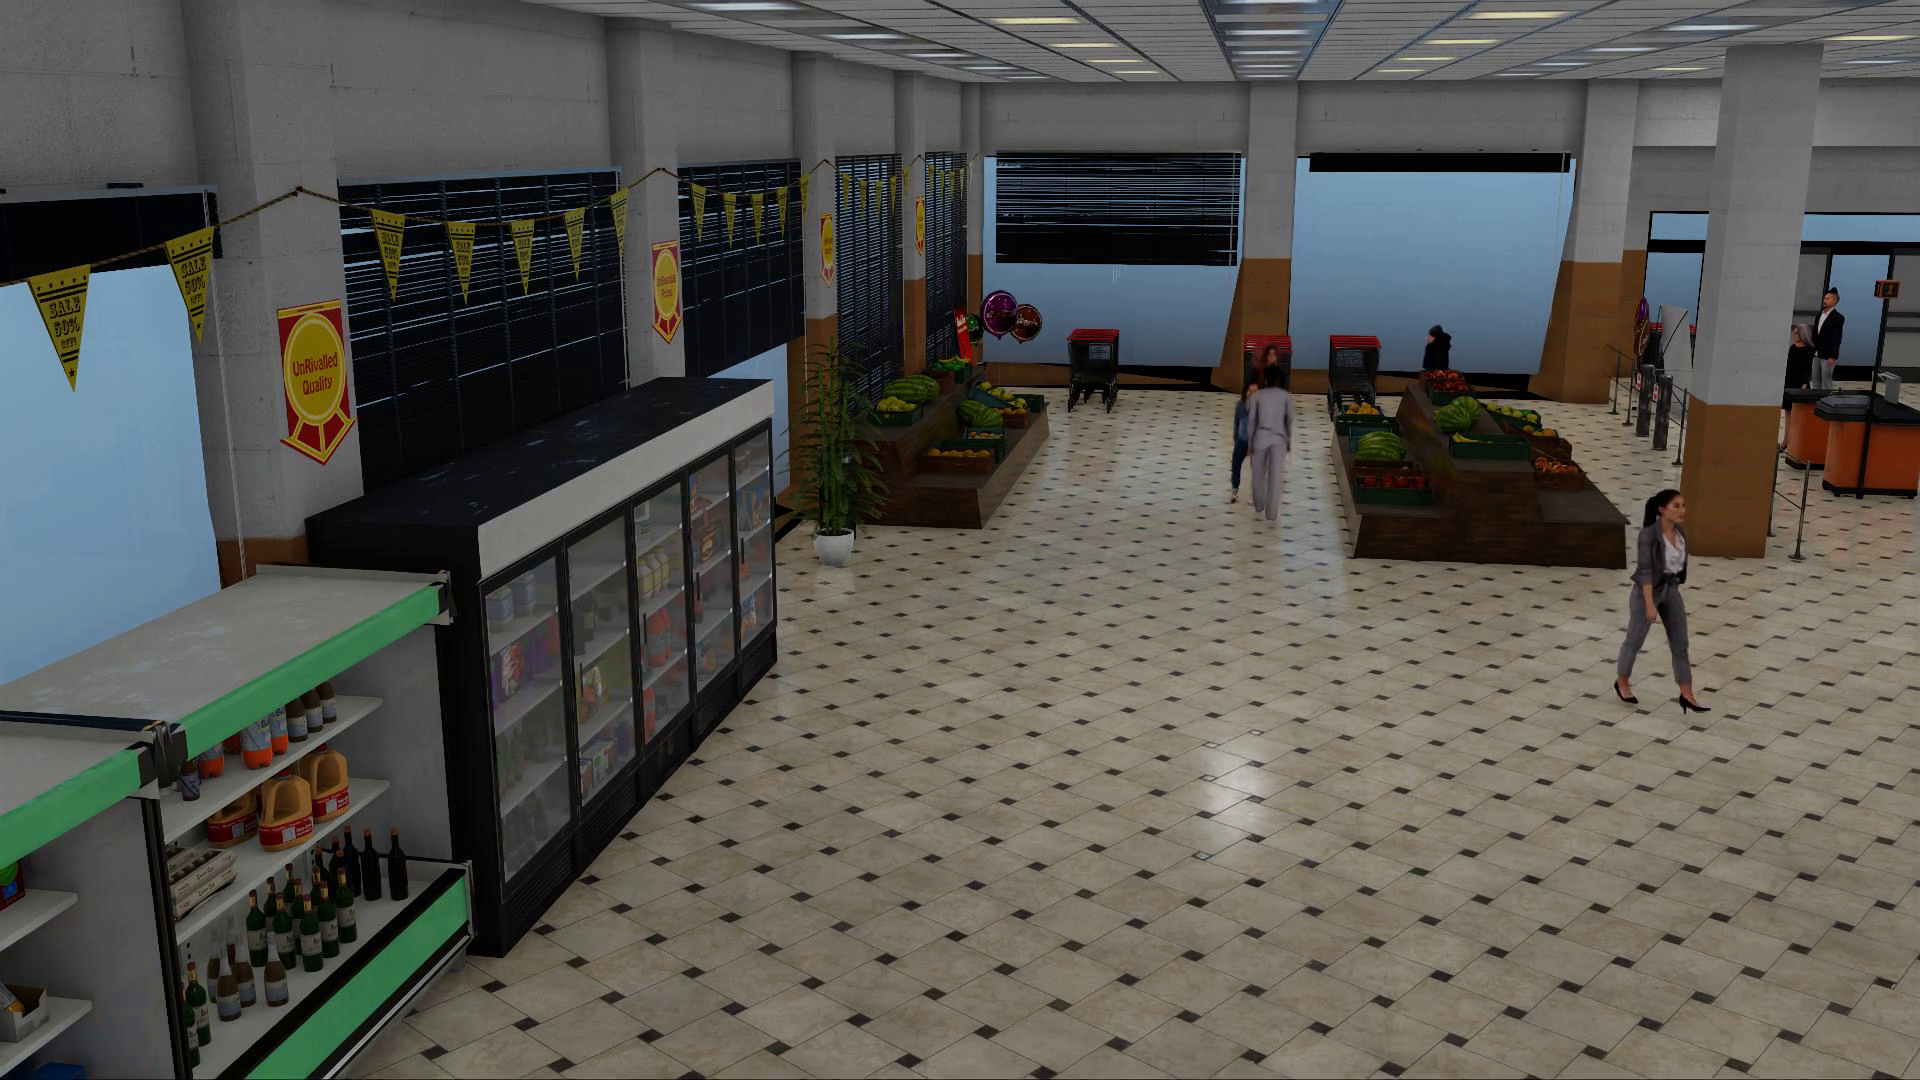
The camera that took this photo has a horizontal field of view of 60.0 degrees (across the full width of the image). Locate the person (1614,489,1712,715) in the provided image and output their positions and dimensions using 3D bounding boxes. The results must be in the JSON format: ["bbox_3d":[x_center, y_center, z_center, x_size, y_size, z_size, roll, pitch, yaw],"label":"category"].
[{"bbox_3d":[5.046,0.440,12.247,0.965,1.644,1.102,-6,15,-23],"label":"person"}]

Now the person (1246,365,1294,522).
[{"bbox_3d":[3.387,-0.986,18.170,0.652,1.623,1.116,3,14,10],"label":"person"}]

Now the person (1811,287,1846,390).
[{"bbox_3d":[13.088,-2.846,25.150,0.851,1.948,0.690,-3,14,-13],"label":"person"}]

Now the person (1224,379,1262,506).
[{"bbox_3d":[3.366,-1.120,19.075,0.777,1.457,0.870,11,18,39],"label":"person"}]

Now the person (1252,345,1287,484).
[{"bbox_3d":[3.749,-1.528,20.350,0.621,1.650,0.906,3,14,12],"label":"person"}]

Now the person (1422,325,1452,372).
[{"bbox_3d":[6.587,-2.113,22.739,0.763,1.660,0.624,4,14,16],"label":"person"}]

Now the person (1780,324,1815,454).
[{"bbox_3d":[11.097,-2.001,22.097,0.744,1.746,0.630,-3,14,-12],"label":"person"}]
